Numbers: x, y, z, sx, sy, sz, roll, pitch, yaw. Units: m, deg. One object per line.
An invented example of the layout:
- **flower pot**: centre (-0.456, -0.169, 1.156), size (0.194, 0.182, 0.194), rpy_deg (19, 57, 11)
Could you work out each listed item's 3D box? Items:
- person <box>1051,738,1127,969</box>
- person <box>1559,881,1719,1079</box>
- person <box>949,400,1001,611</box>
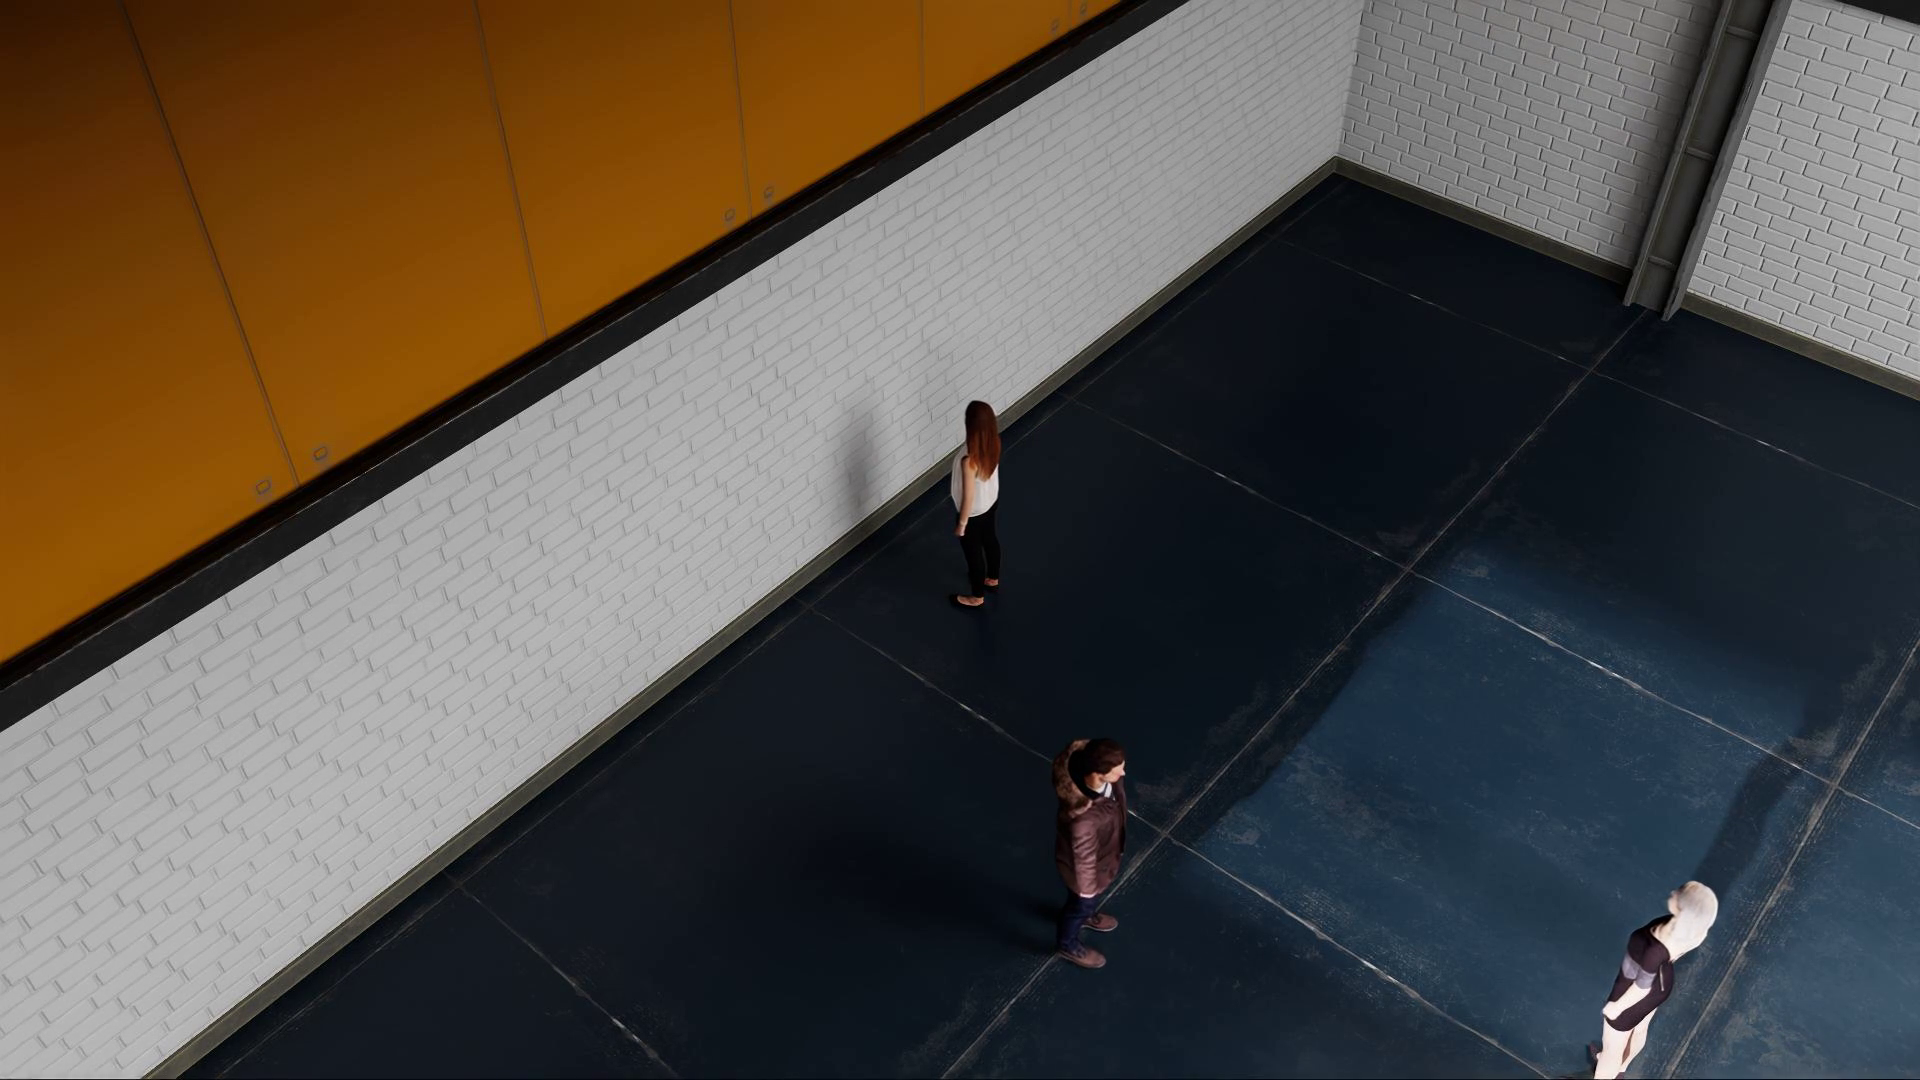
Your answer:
- **person**: centre (0.678, 1.651, 8.948), size (0.848, 1.841, 0.857), rpy_deg (9, 44, 9)
- **person**: centre (3.416, 2.258, 8.319), size (0.618, 1.830, 0.564), rpy_deg (-29, 51, -27)
- **person**: centre (0.124, -0.227, 11.006), size (0.551, 1.722, 0.622), rpy_deg (22, 48, 21)
